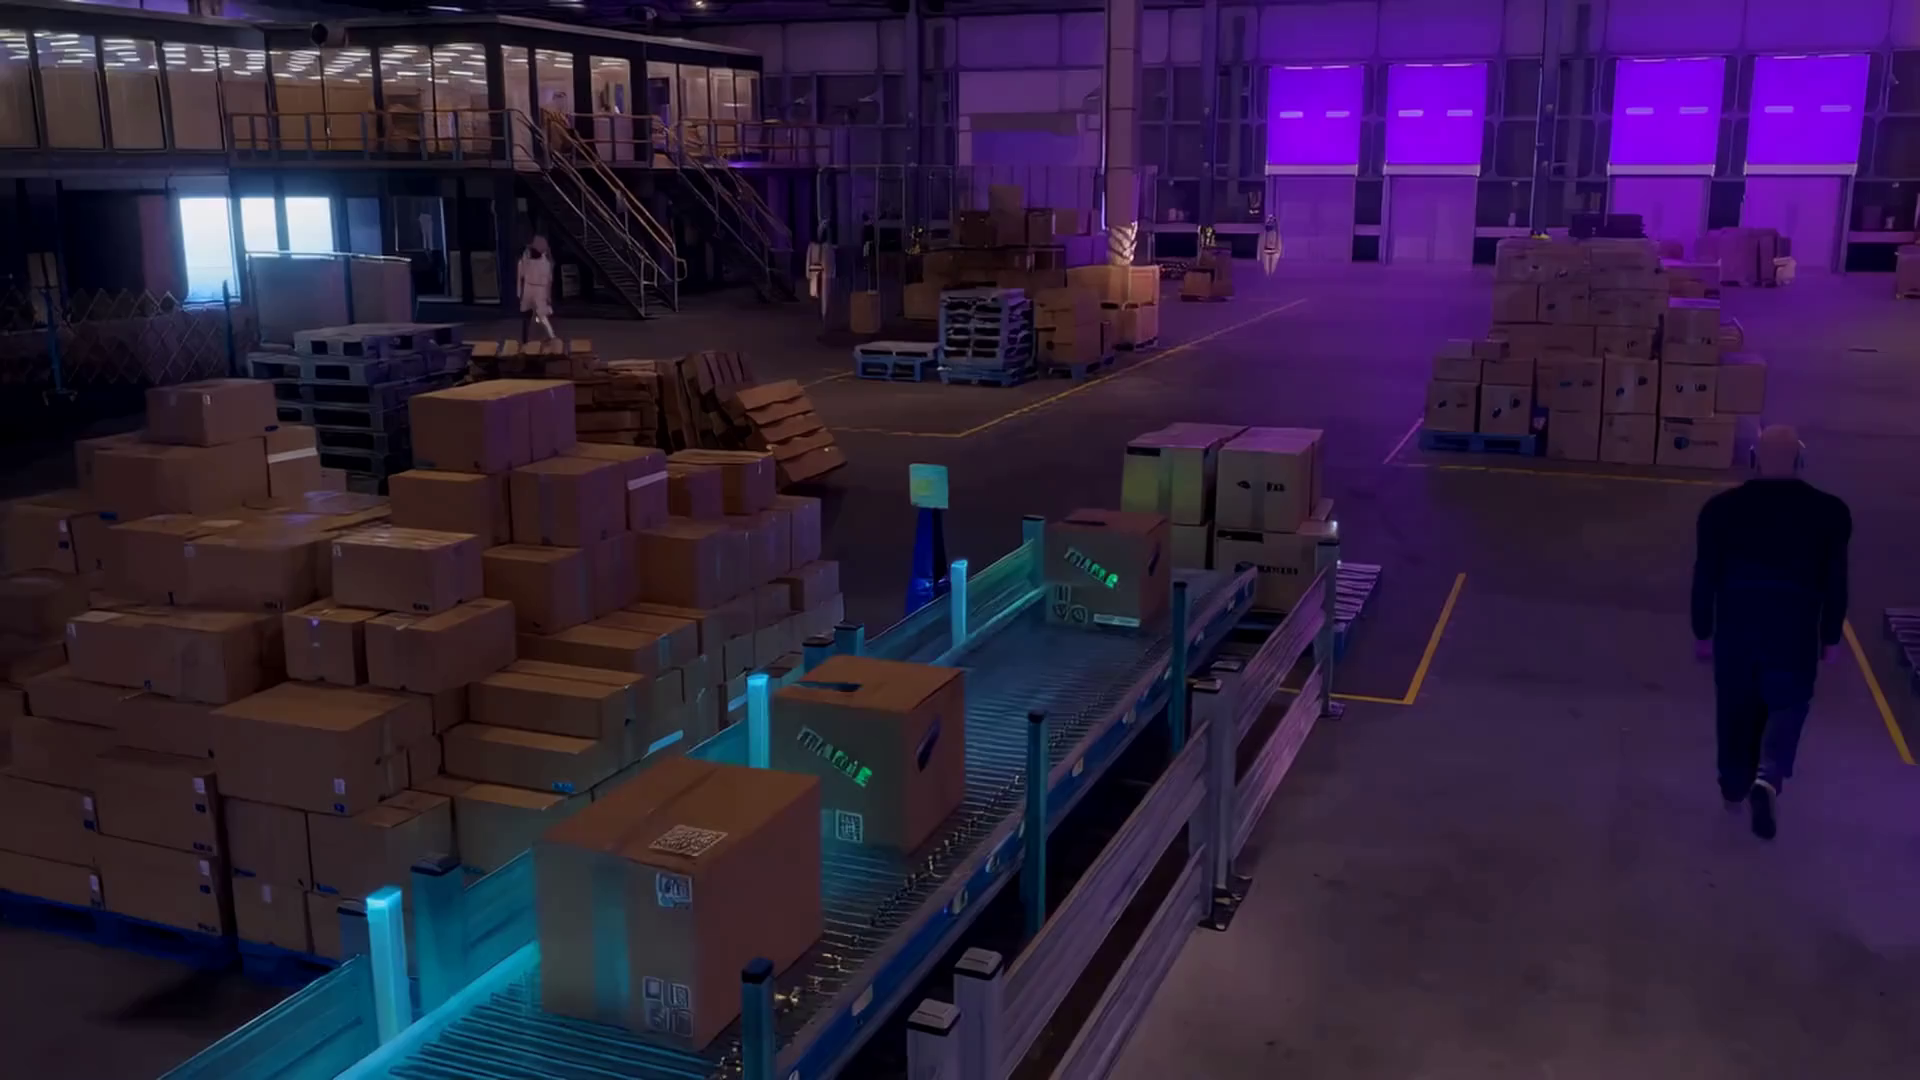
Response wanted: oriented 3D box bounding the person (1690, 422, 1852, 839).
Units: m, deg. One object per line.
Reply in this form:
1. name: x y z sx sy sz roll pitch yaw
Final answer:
1. person: 3.668 0.409 7.601 0.649 1.885 0.751 8 15 31

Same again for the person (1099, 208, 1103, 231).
1. person: 4.291 -9.390 51.723 0.990 1.823 0.553 -2 13 -7

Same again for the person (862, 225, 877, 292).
1. person: -1.798 -5.438 33.783 0.396 1.911 0.587 0 13 2

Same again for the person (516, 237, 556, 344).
1. person: -7.213 -4.186 28.189 0.601 1.904 0.564 2 13 9

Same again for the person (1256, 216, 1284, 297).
1. person: 7.431 -6.763 39.696 0.630 1.912 0.865 -2 13 -8

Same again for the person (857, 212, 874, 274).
1. person: -2.751 -8.661 48.510 0.514 1.785 0.994 0 13 0

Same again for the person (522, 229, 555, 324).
1. person: -8.281 -5.164 32.678 0.593 1.867 0.411 0 13 0

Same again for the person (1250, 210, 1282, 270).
1. person: 9.249 -9.050 50.234 0.937 1.807 0.633 7 15 30

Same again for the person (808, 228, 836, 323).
1. person: -2.732 -5.251 33.009 0.580 1.871 0.535 2 13 10
